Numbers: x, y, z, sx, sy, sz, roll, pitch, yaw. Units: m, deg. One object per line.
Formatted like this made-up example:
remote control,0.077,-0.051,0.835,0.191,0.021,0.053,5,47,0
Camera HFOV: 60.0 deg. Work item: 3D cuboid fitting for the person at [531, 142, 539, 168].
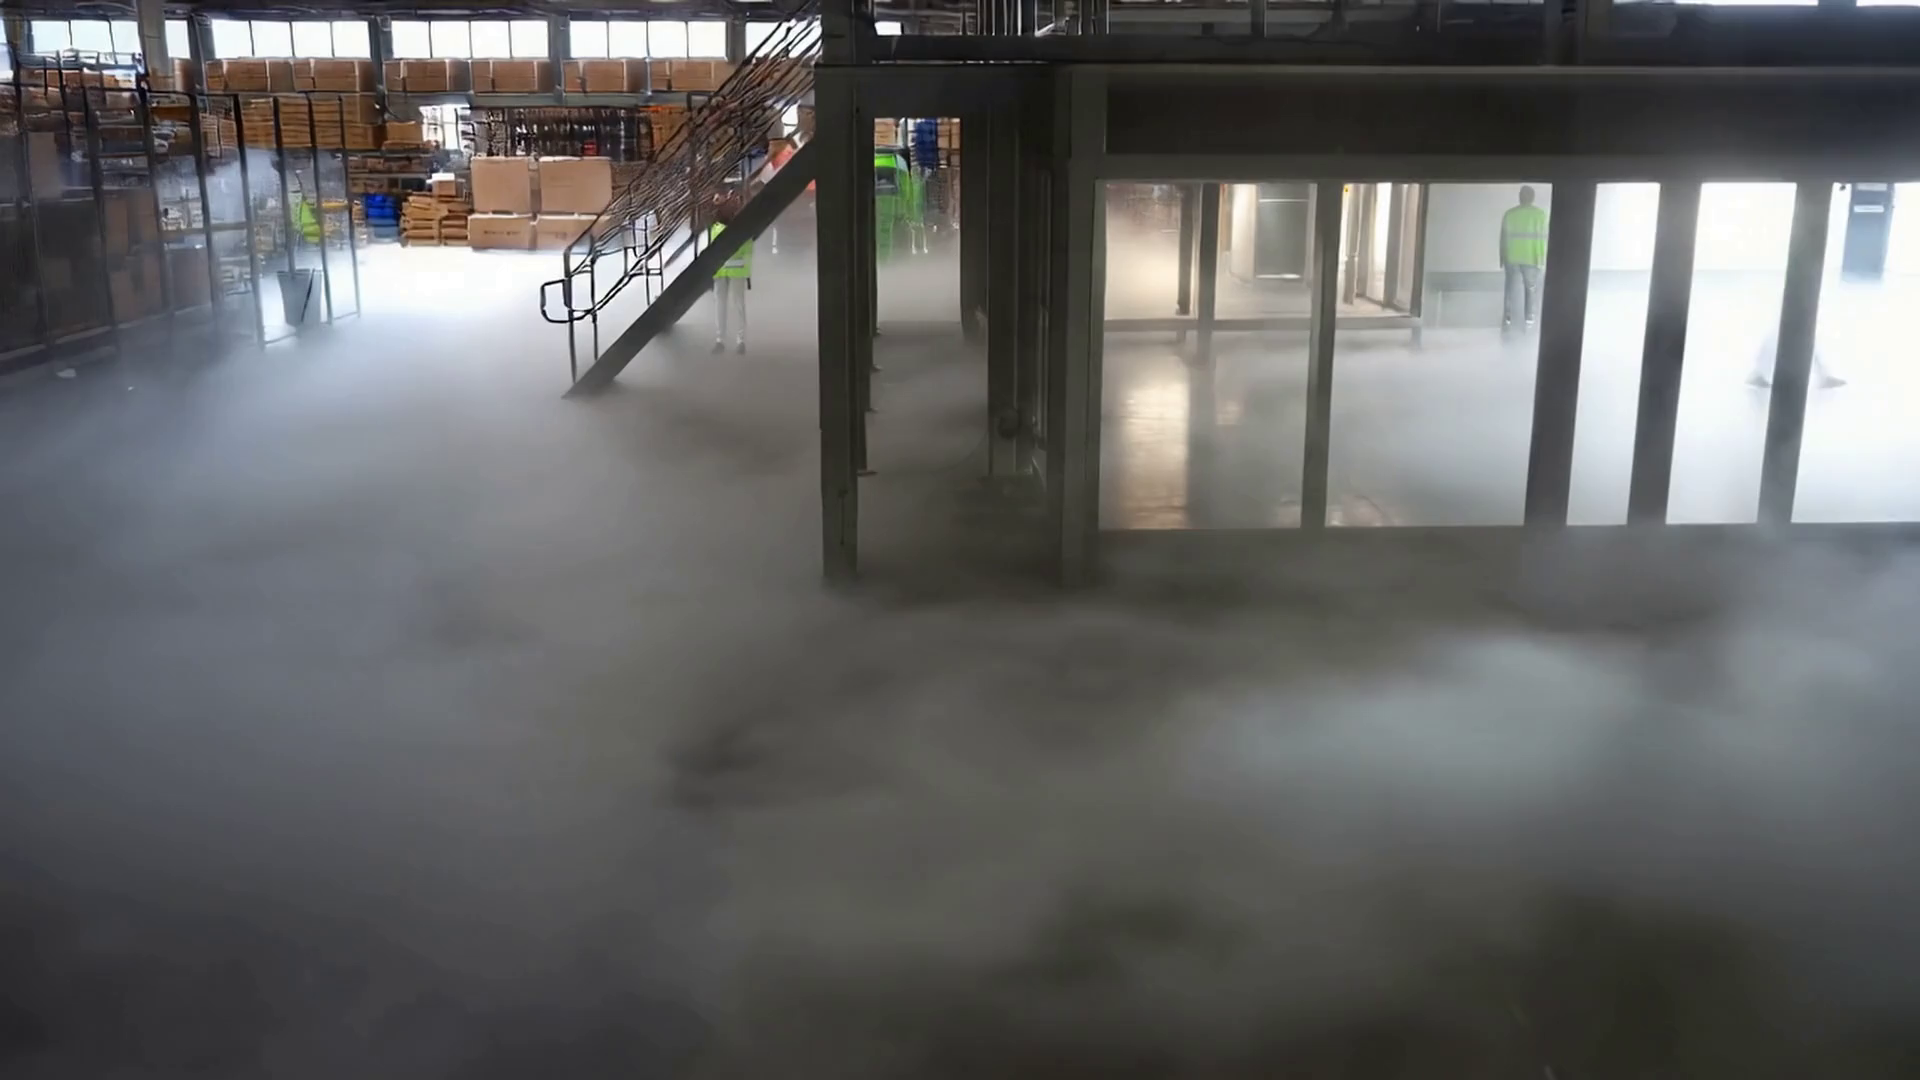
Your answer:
person,-21.261,-19.058,83.393,0.393,1.949,0.602,8,16,28

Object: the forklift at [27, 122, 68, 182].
forklift,-35.376,-14.773,64.377,1.129,2.768,1.873,-1,14,-2

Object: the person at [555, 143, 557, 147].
person,-20.351,-19.166,84.116,0.587,1.803,0.626,3,14,13

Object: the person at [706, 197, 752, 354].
person,-2.803,-3.199,20.141,0.574,1.884,0.356,2,14,7

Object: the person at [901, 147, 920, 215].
person,-1.488,-10.911,50.639,0.615,2.044,0.371,7,16,25

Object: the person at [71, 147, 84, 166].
person,-40.407,-17.136,76.222,0.541,1.696,0.315,-10,17,-36
